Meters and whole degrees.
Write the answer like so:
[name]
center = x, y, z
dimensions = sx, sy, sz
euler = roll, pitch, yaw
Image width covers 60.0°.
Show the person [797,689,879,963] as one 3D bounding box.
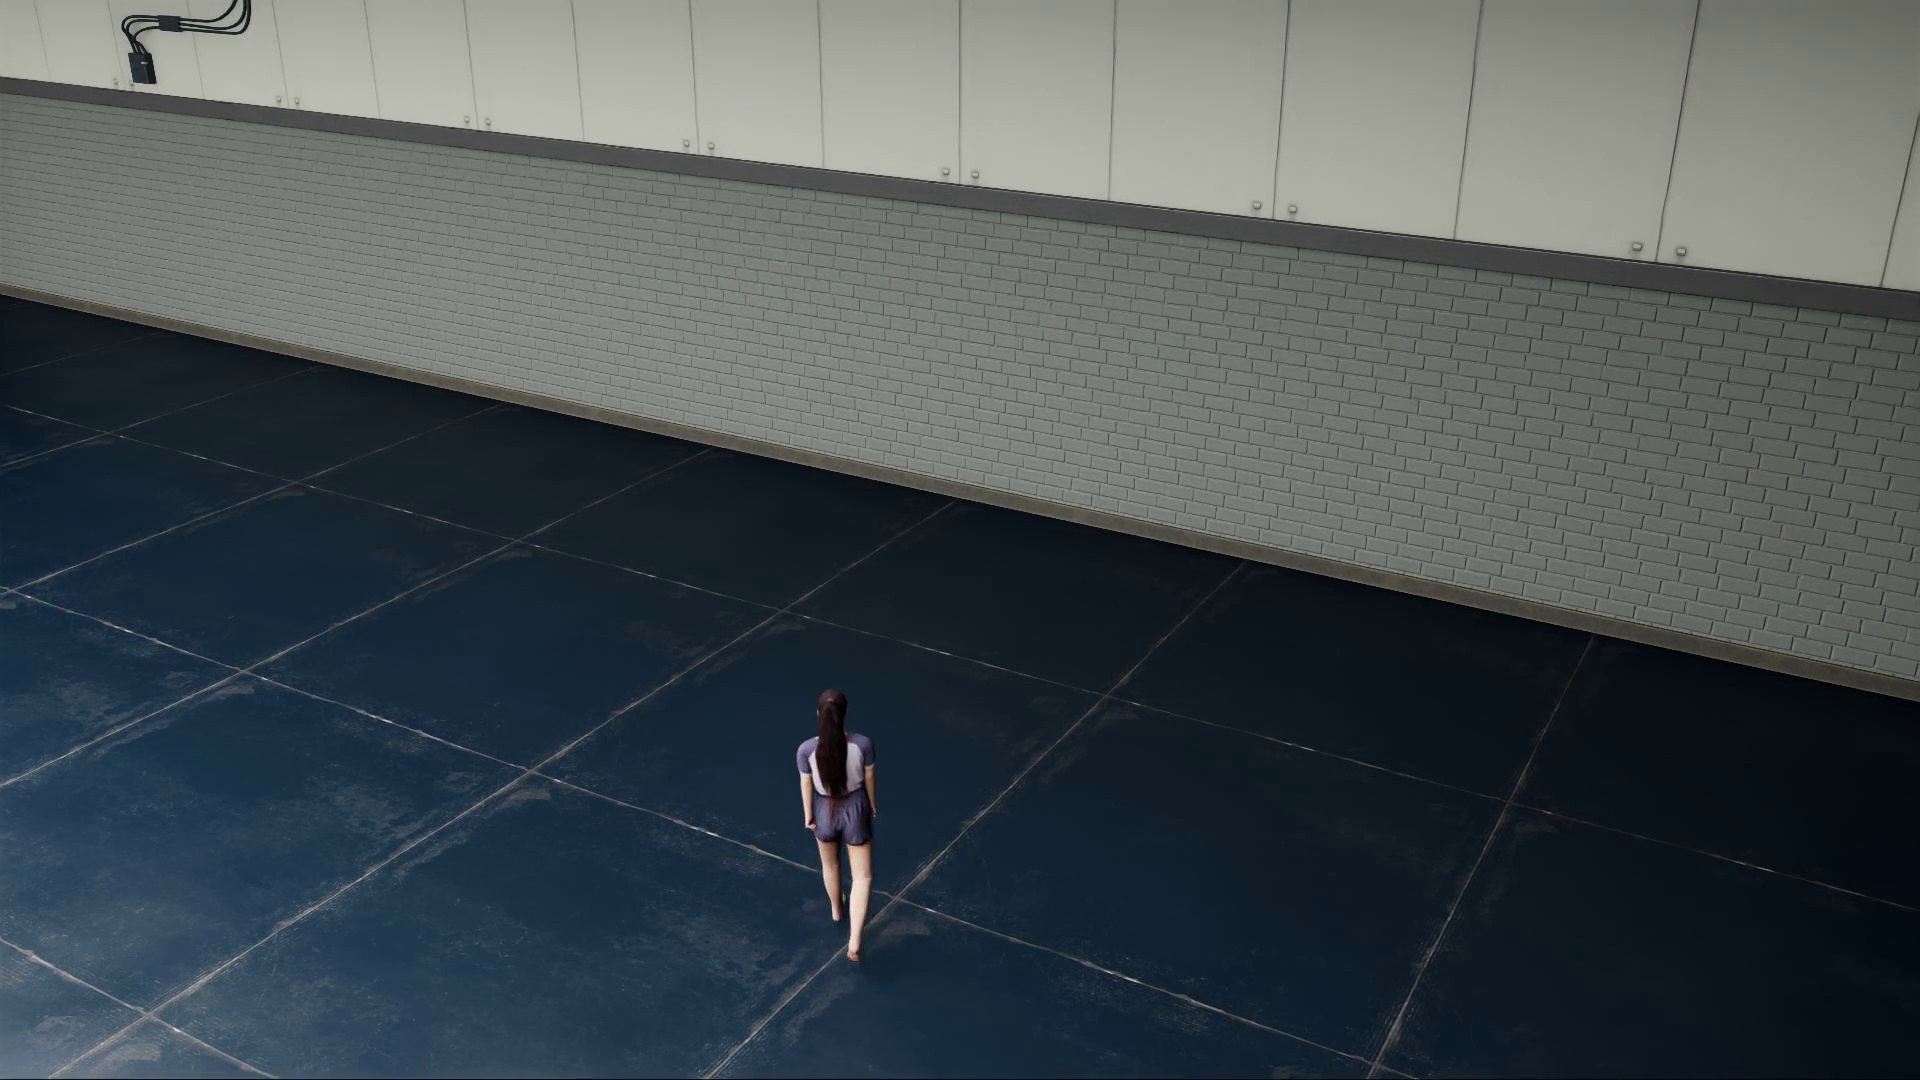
[person]
center = -0.661, 1.625, 9.457
dimensions = 0.881, 1.627, 1.065
euler = 0, 23, 1
